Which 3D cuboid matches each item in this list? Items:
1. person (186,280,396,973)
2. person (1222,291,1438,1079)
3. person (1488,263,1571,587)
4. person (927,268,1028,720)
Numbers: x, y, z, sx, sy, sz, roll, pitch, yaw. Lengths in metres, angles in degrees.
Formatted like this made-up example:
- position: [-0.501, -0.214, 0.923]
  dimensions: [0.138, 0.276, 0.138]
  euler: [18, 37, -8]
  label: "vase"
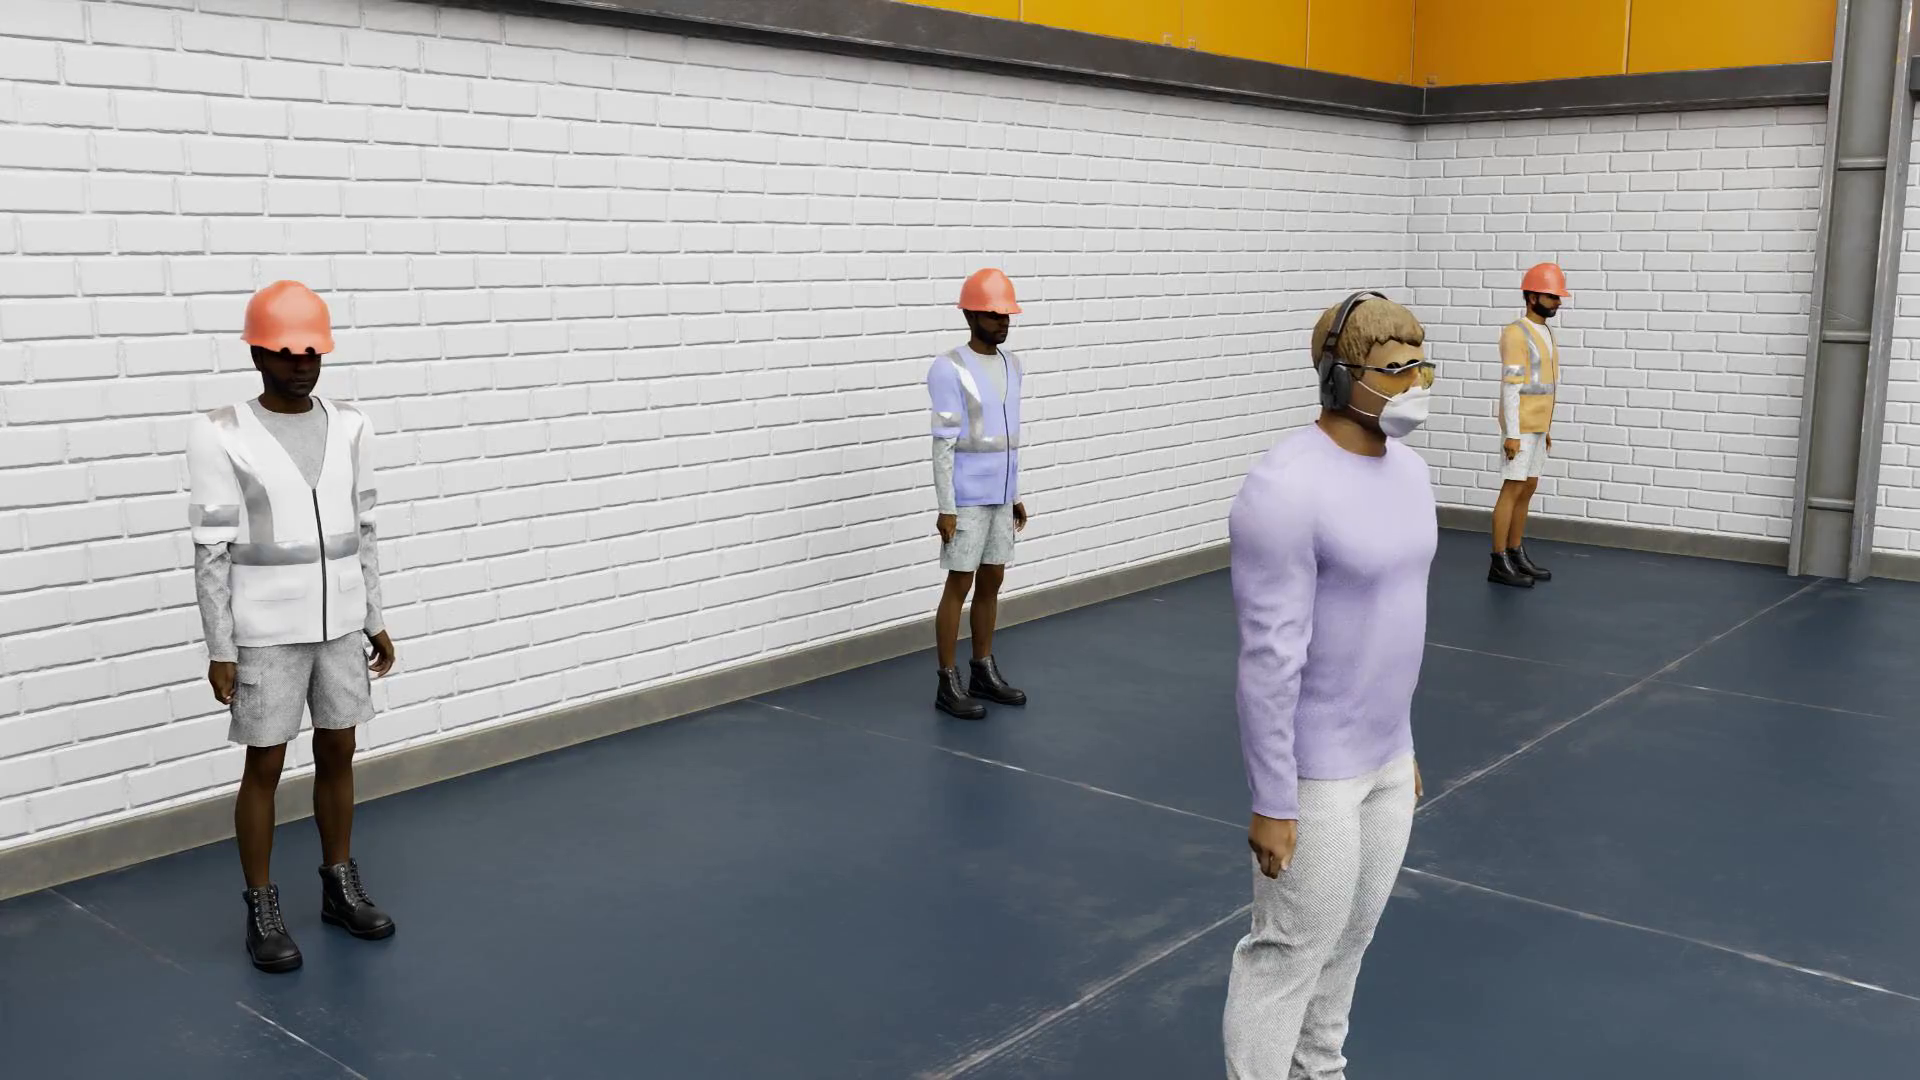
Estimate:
- position: [-1.857, 0.240, 4.714]
  dimensions: [0.377, 1.932, 0.552]
  euler: [8, 13, 40]
  label: "person"
- position: [0.772, 0.464, 3.429]
  dimensions: [0.353, 1.937, 0.635]
  euler: [8, 13, 40]
  label: "person"
- position: [3.443, -0.689, 10.006]
  dimensions: [0.377, 1.932, 0.552]
  euler: [8, 13, 40]
  label: "person"
- position: [0.111, -0.200, 7.217]
  dimensions: [0.374, 1.935, 0.552]
  euler: [8, 13, 40]
  label: "person"
